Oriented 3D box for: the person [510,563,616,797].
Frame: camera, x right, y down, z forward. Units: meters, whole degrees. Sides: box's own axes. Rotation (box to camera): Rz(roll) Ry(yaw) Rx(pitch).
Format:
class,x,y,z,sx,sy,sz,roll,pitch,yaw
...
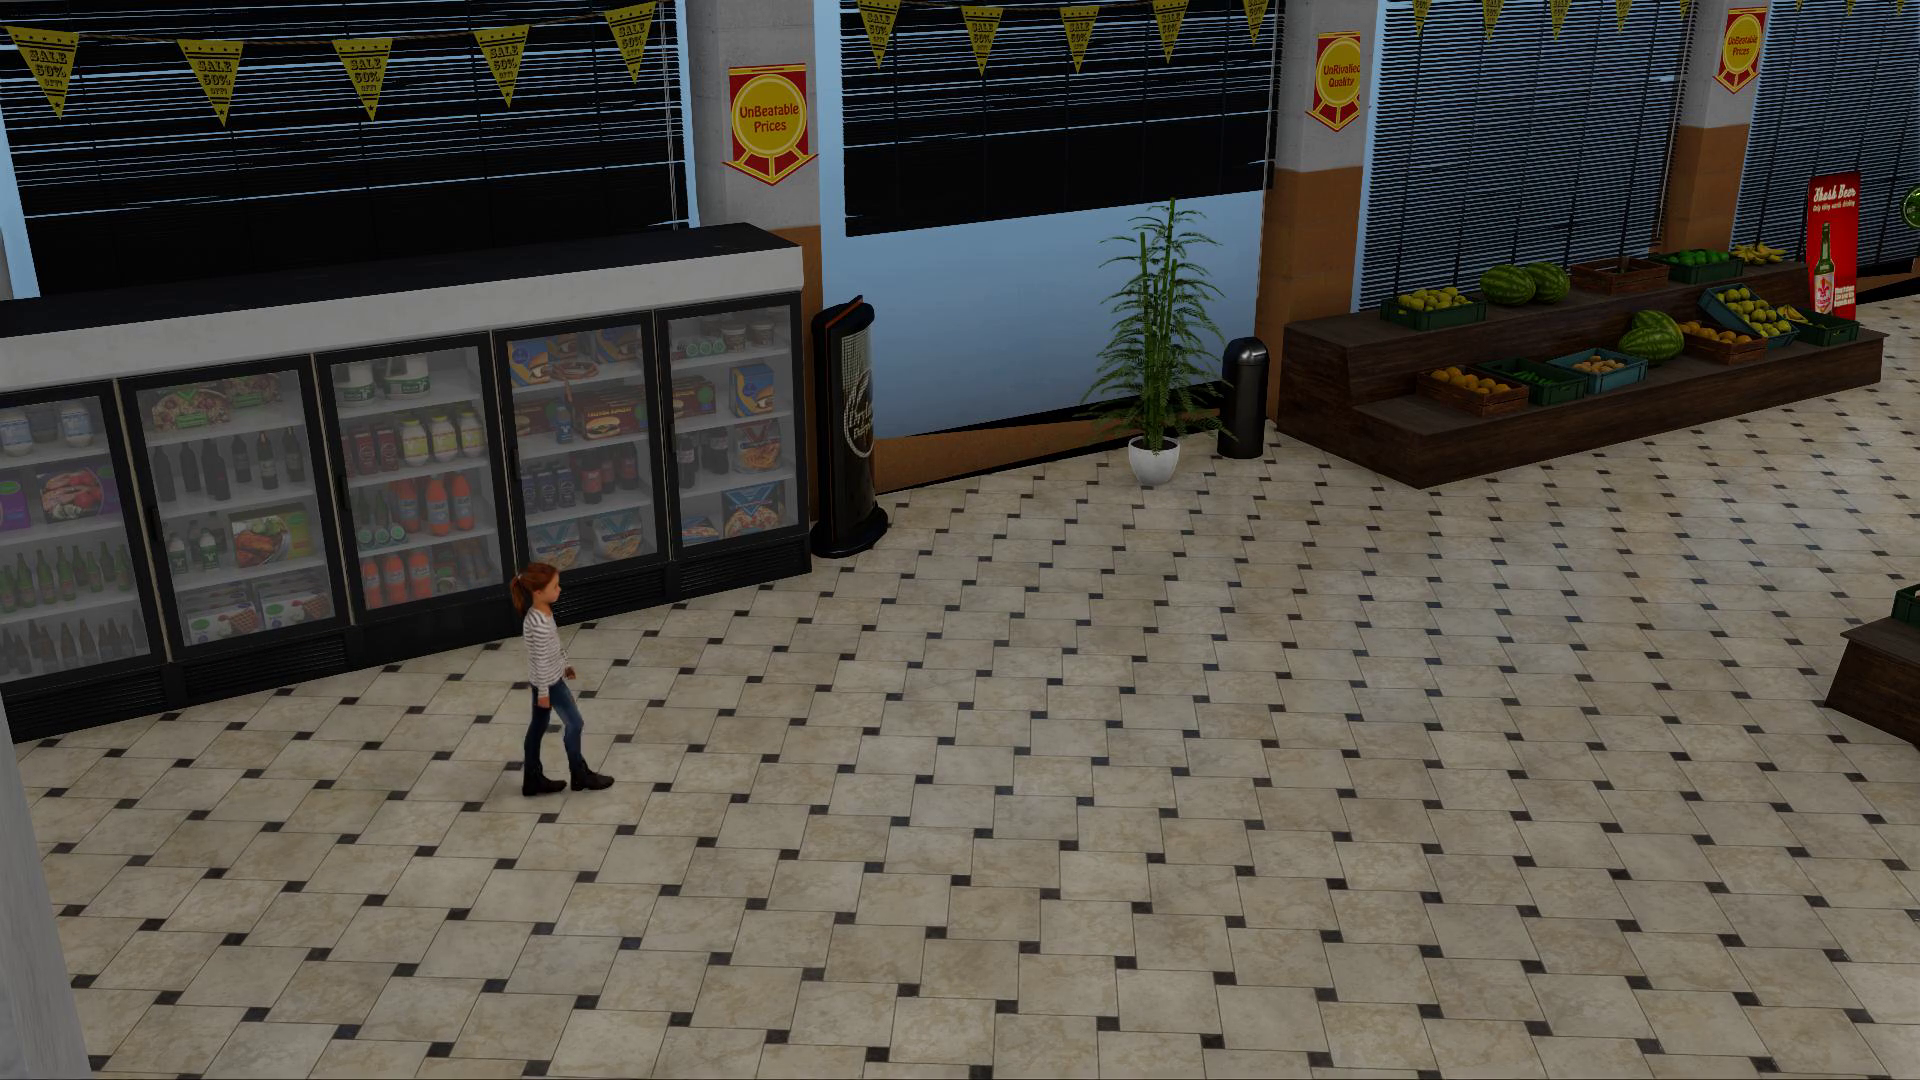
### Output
class,x,y,z,sx,sy,sz,roll,pitch,yaw
person,-2.206,0.742,8.594,0.728,1.302,0.546,-7,23,-18
